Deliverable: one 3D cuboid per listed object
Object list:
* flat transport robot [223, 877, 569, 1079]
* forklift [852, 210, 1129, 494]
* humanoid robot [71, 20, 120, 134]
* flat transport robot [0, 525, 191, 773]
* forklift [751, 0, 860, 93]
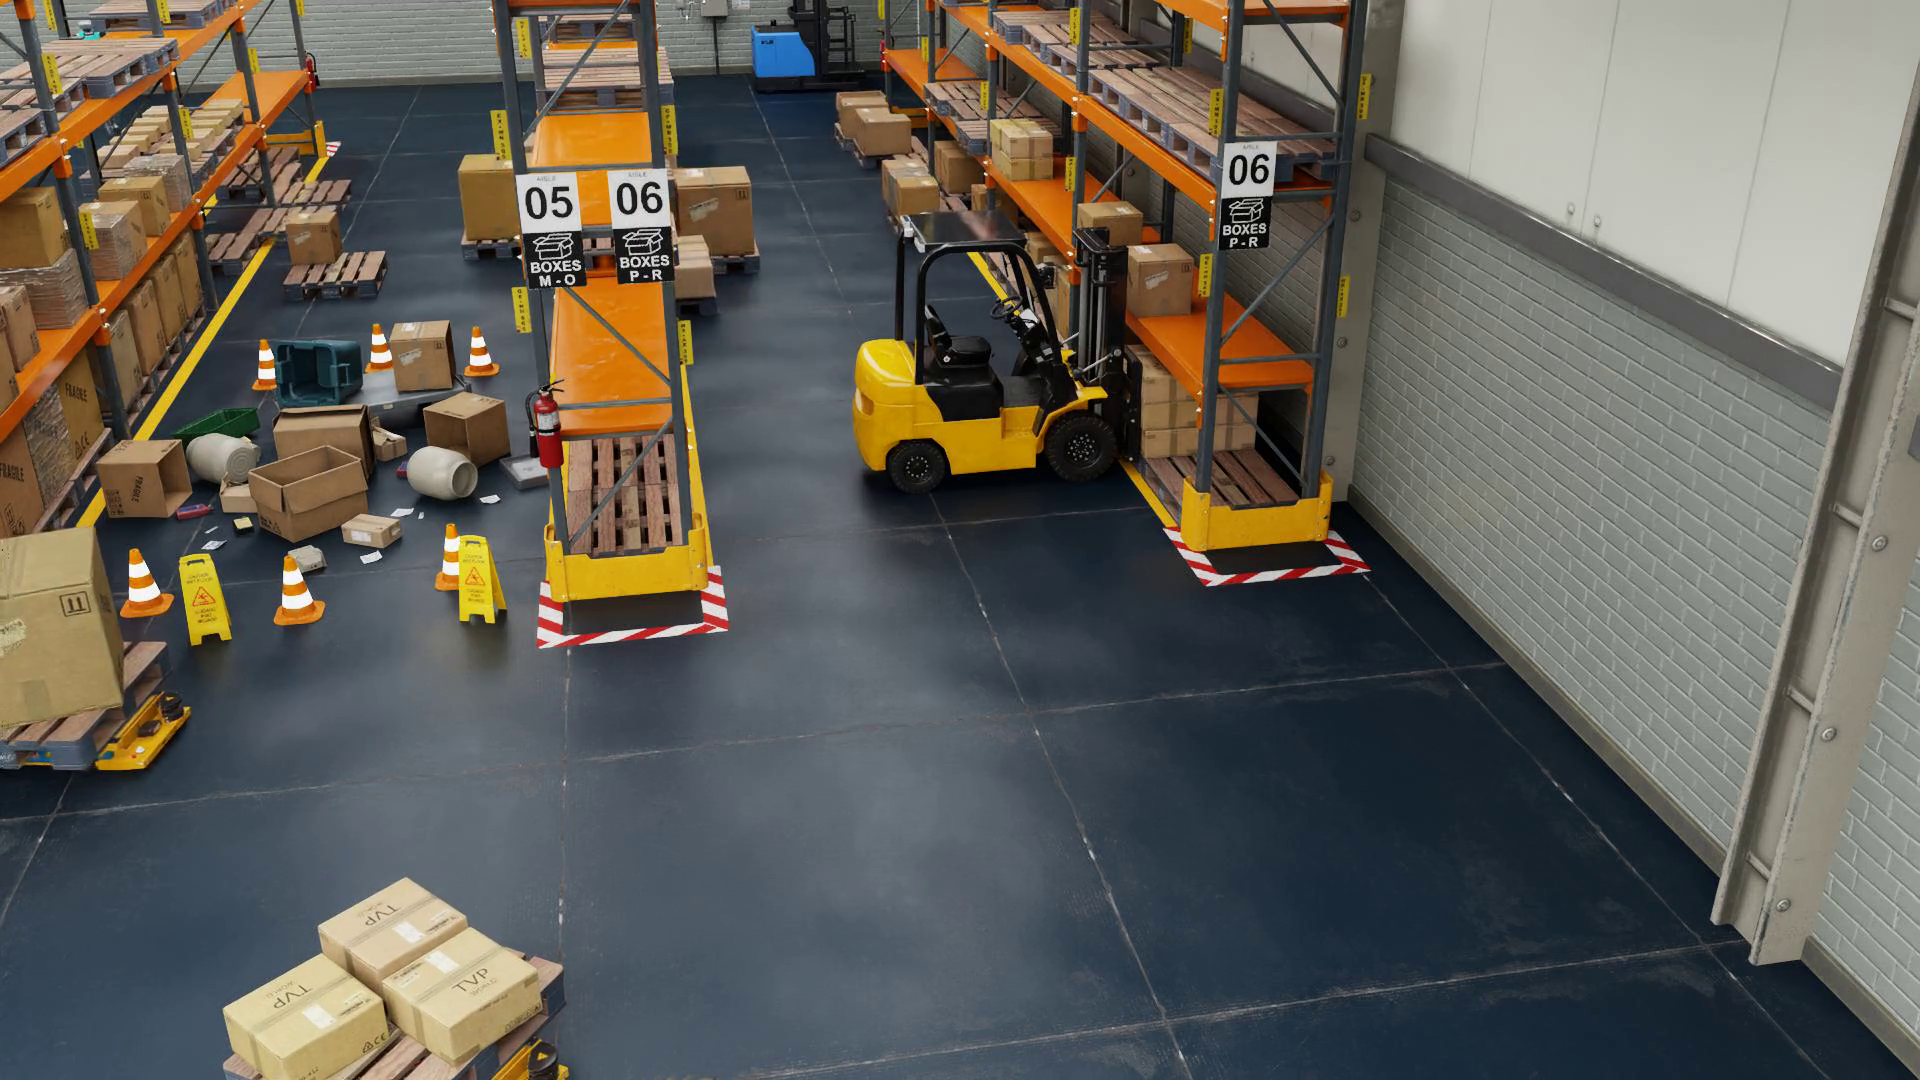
[{"bbox_3d":[-2.656,2.501,7.920,1.431,0.231,0.659,11,28,22],"label":"flat transport robot"},{"bbox_3d":[0.216,-1.659,14.366,2.313,2.155,1.214,-5,26,-10],"label":"forklift"},{"bbox_3d":[-13.954,-7.451,27.076,0.542,1.902,0.728,-21,32,-36],"label":"humanoid robot"},{"bbox_3d":[-5.764,1.211,10.607,1.431,0.231,0.659,1,26,1],"label":"flat transport robot"},{"bbox_3d":[-2.872,-9.679,30.288,1.873,2.768,1.129,-5,26,-10],"label":"forklift"}]
